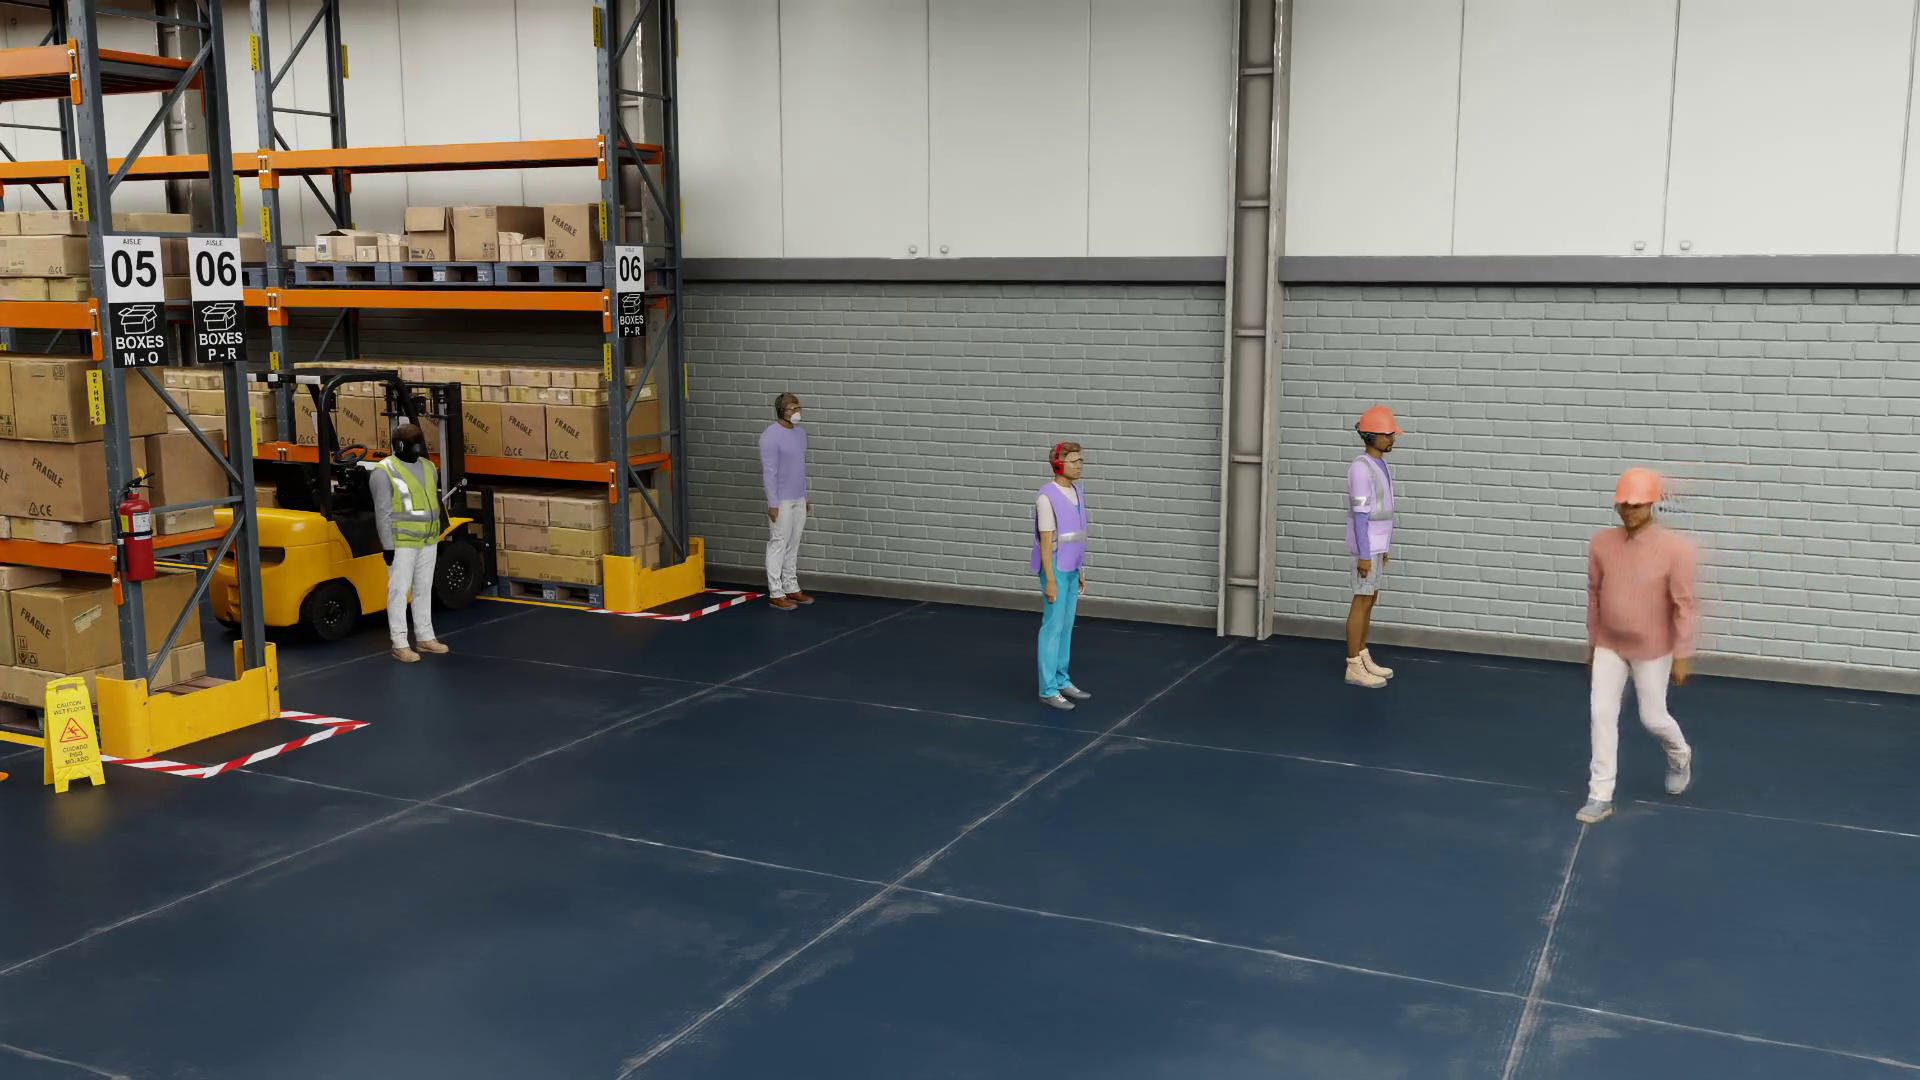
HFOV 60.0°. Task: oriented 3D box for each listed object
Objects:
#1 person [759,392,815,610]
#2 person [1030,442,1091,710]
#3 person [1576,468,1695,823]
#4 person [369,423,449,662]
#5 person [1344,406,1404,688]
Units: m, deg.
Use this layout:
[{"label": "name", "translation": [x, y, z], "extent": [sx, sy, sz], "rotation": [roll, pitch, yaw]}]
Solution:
[{"label": "person", "translation": [-1.544, -0.354, 14.909], "extent": [0.372, 1.940, 0.630], "rotation": [4, 10, 25]}, {"label": "person", "translation": [0.696, 0.236, 11.564], "extent": [0.390, 1.850, 0.565], "rotation": [4, 10, 25]}, {"label": "person", "translation": [3.794, 0.560, 9.230], "extent": [0.850, 1.970, 0.622], "rotation": [-8, 12, -40]}, {"label": "person", "translation": [-4.266, 0.011, 12.961], "extent": [0.429, 1.846, 0.626], "rotation": [4, 10, 25]}, {"label": "person", "translation": [3.017, 0.044, 12.151], "extent": [0.377, 2.044, 0.607], "rotation": [4, 10, 25]}]
